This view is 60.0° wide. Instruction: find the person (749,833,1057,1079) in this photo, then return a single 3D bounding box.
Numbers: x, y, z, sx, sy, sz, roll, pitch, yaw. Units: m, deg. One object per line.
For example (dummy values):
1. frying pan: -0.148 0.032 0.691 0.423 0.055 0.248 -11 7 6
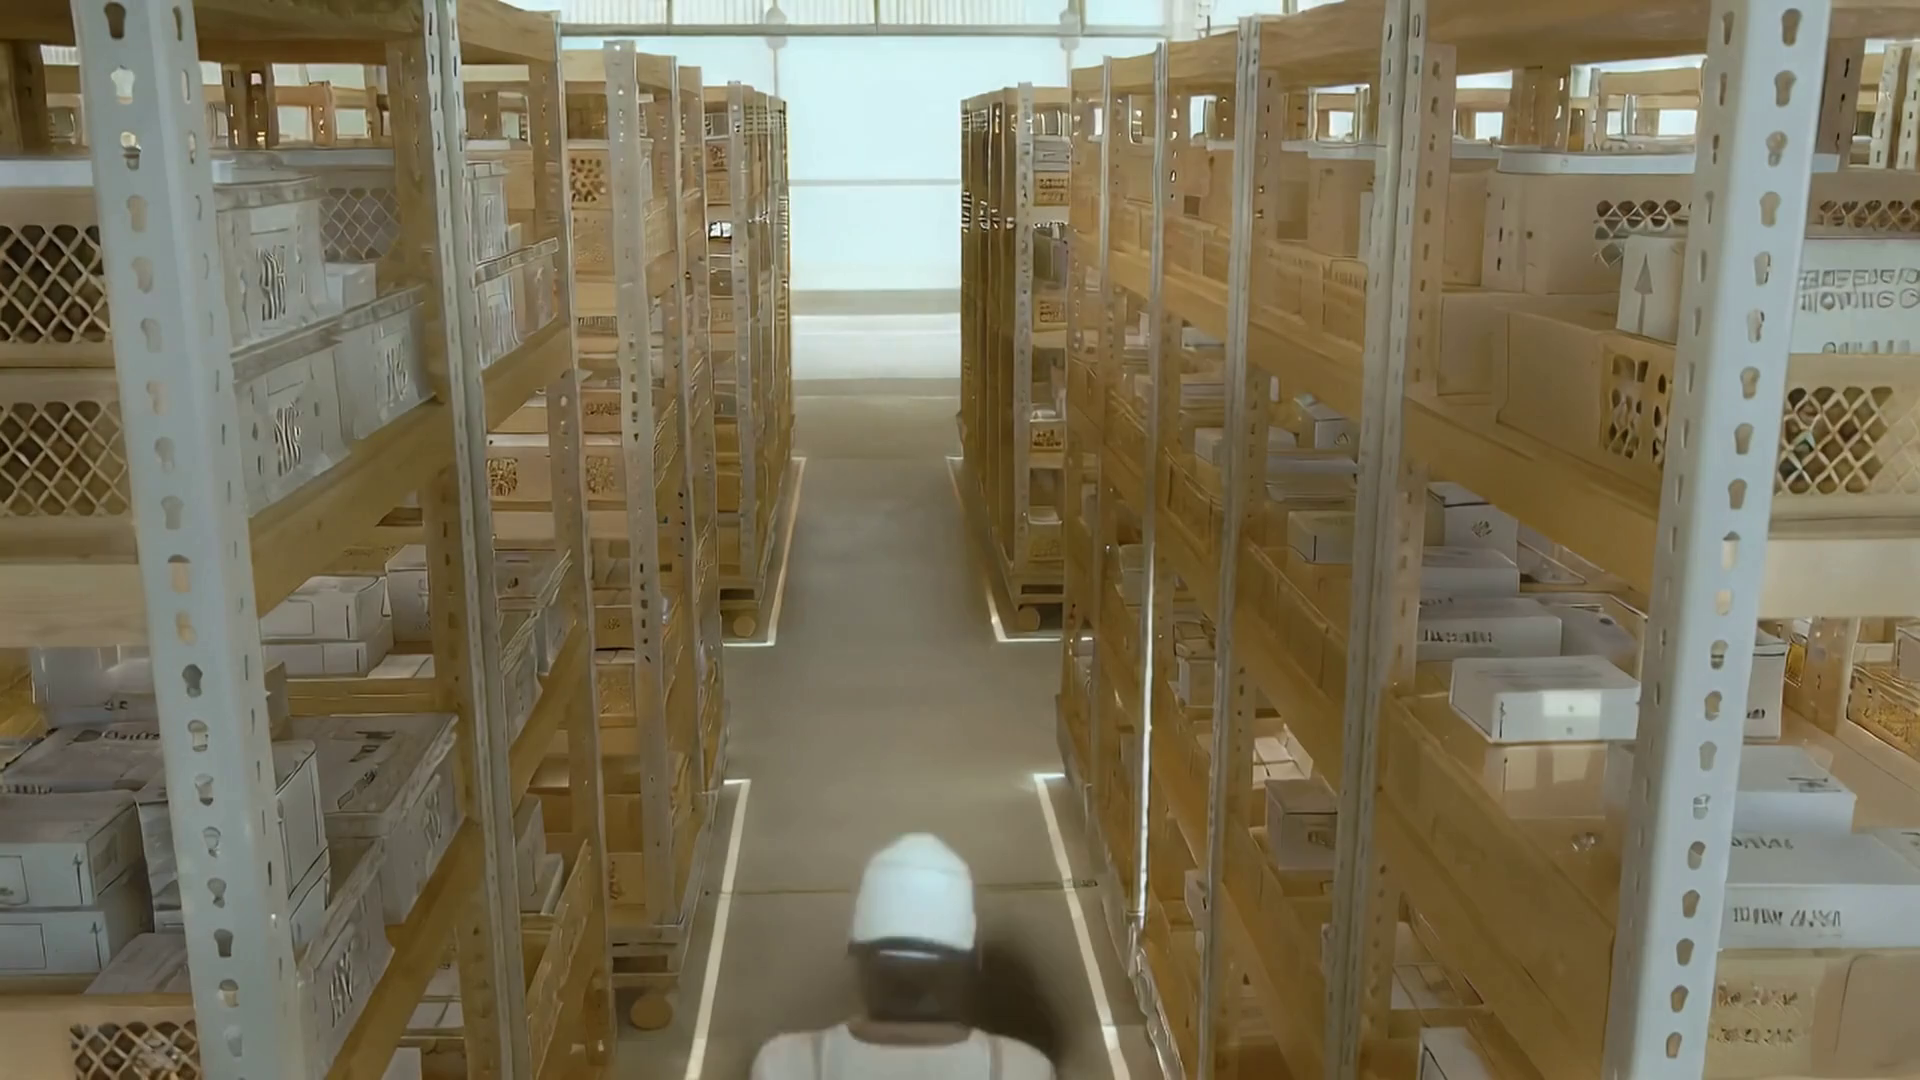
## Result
1. person: -0.106 1.576 3.258 0.608 2.009 0.992 -2 14 -6
